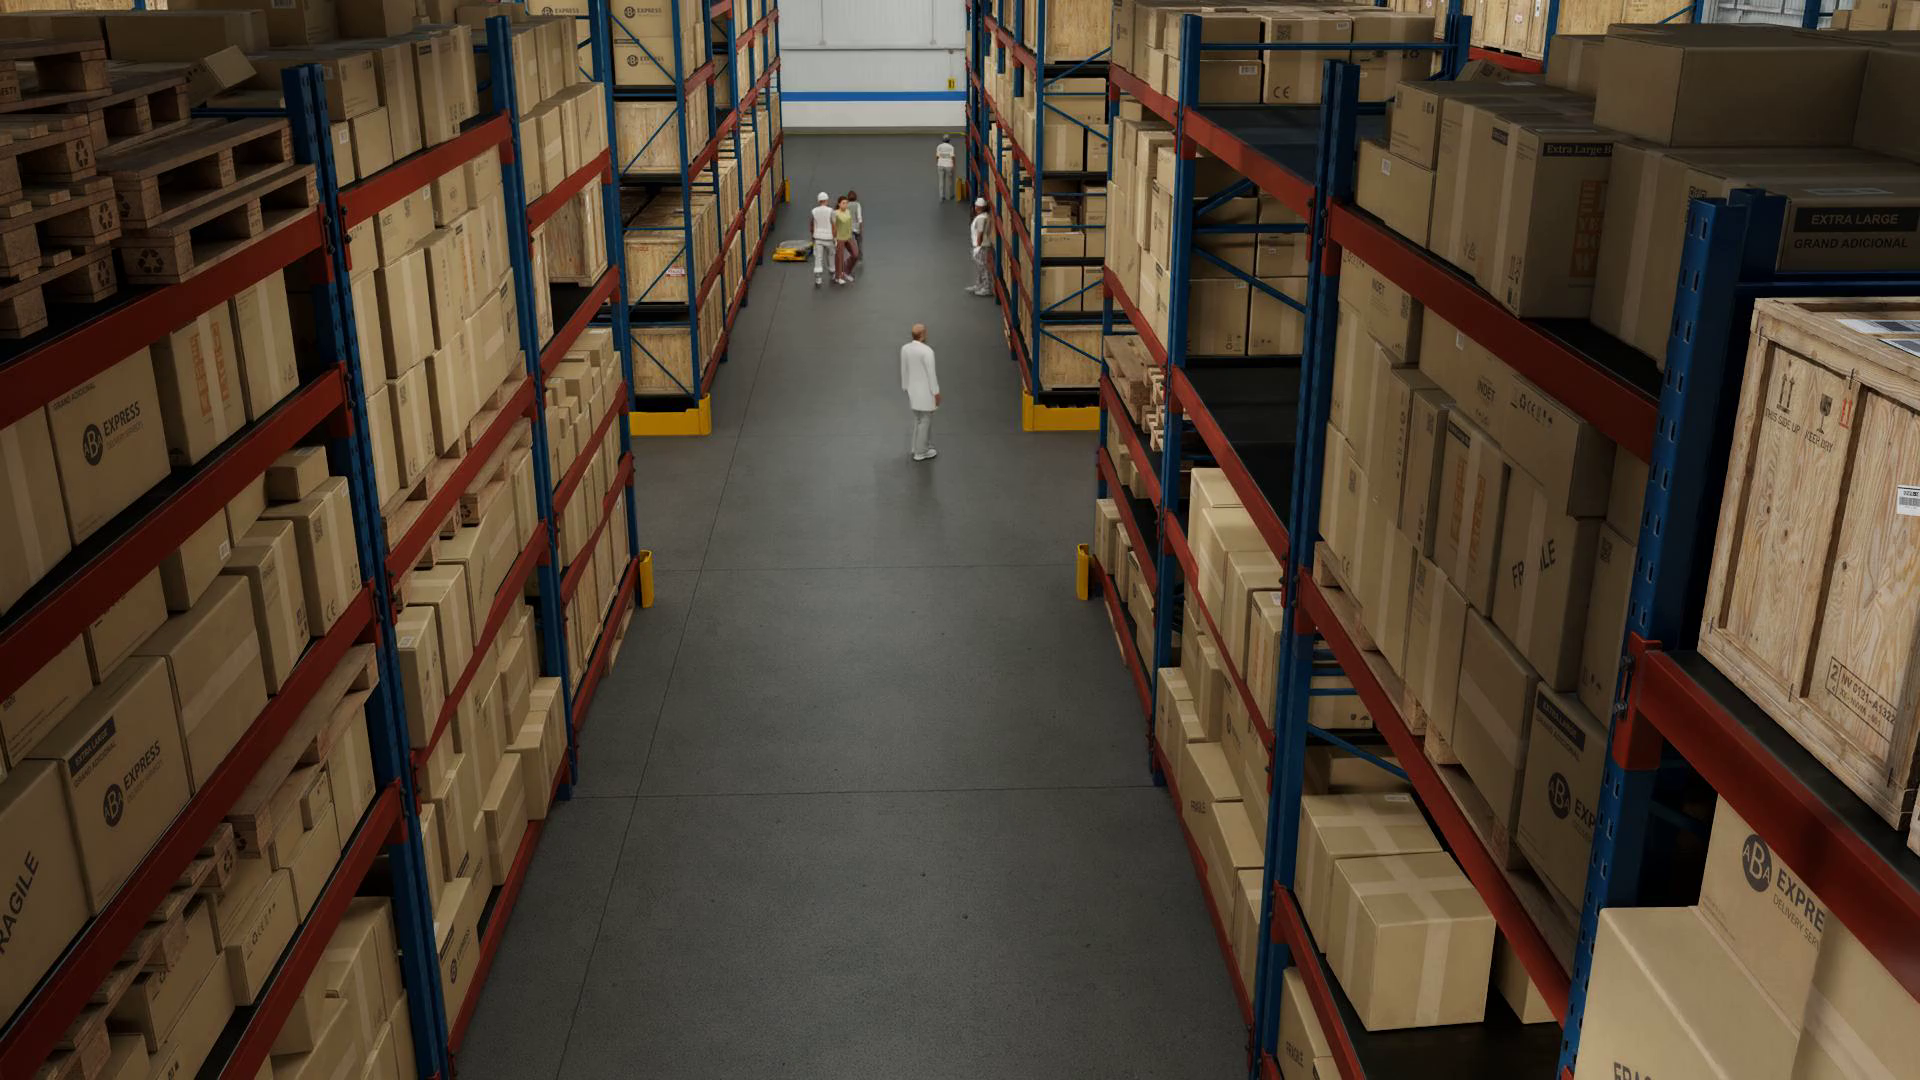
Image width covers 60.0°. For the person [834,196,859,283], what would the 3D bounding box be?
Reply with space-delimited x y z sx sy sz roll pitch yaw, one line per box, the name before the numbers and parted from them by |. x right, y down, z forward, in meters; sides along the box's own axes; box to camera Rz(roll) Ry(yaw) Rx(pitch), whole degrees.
person | -2.229 -5.789 32.061 0.500 1.677 0.446 -16 26 -36

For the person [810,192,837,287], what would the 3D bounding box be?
person | -2.610 -5.804 31.985 0.563 1.756 0.892 2 21 6

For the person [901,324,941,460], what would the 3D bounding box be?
person | -0.421 -1.944 21.691 0.558 1.797 0.620 -19 28 -41

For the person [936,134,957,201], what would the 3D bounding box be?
person | -0.328 -9.371 41.723 0.512 1.638 0.817 3 21 8

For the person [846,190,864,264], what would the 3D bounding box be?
person | -2.176 -6.296 33.653 0.441 1.526 0.995 1 20 2

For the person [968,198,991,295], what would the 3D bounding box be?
person | 0.359 -5.507 31.159 0.459 1.786 0.698 1 21 4

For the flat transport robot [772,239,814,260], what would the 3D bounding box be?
flat transport robot | -3.486 -6.102 35.074 0.659 0.254 1.431 2 21 6
